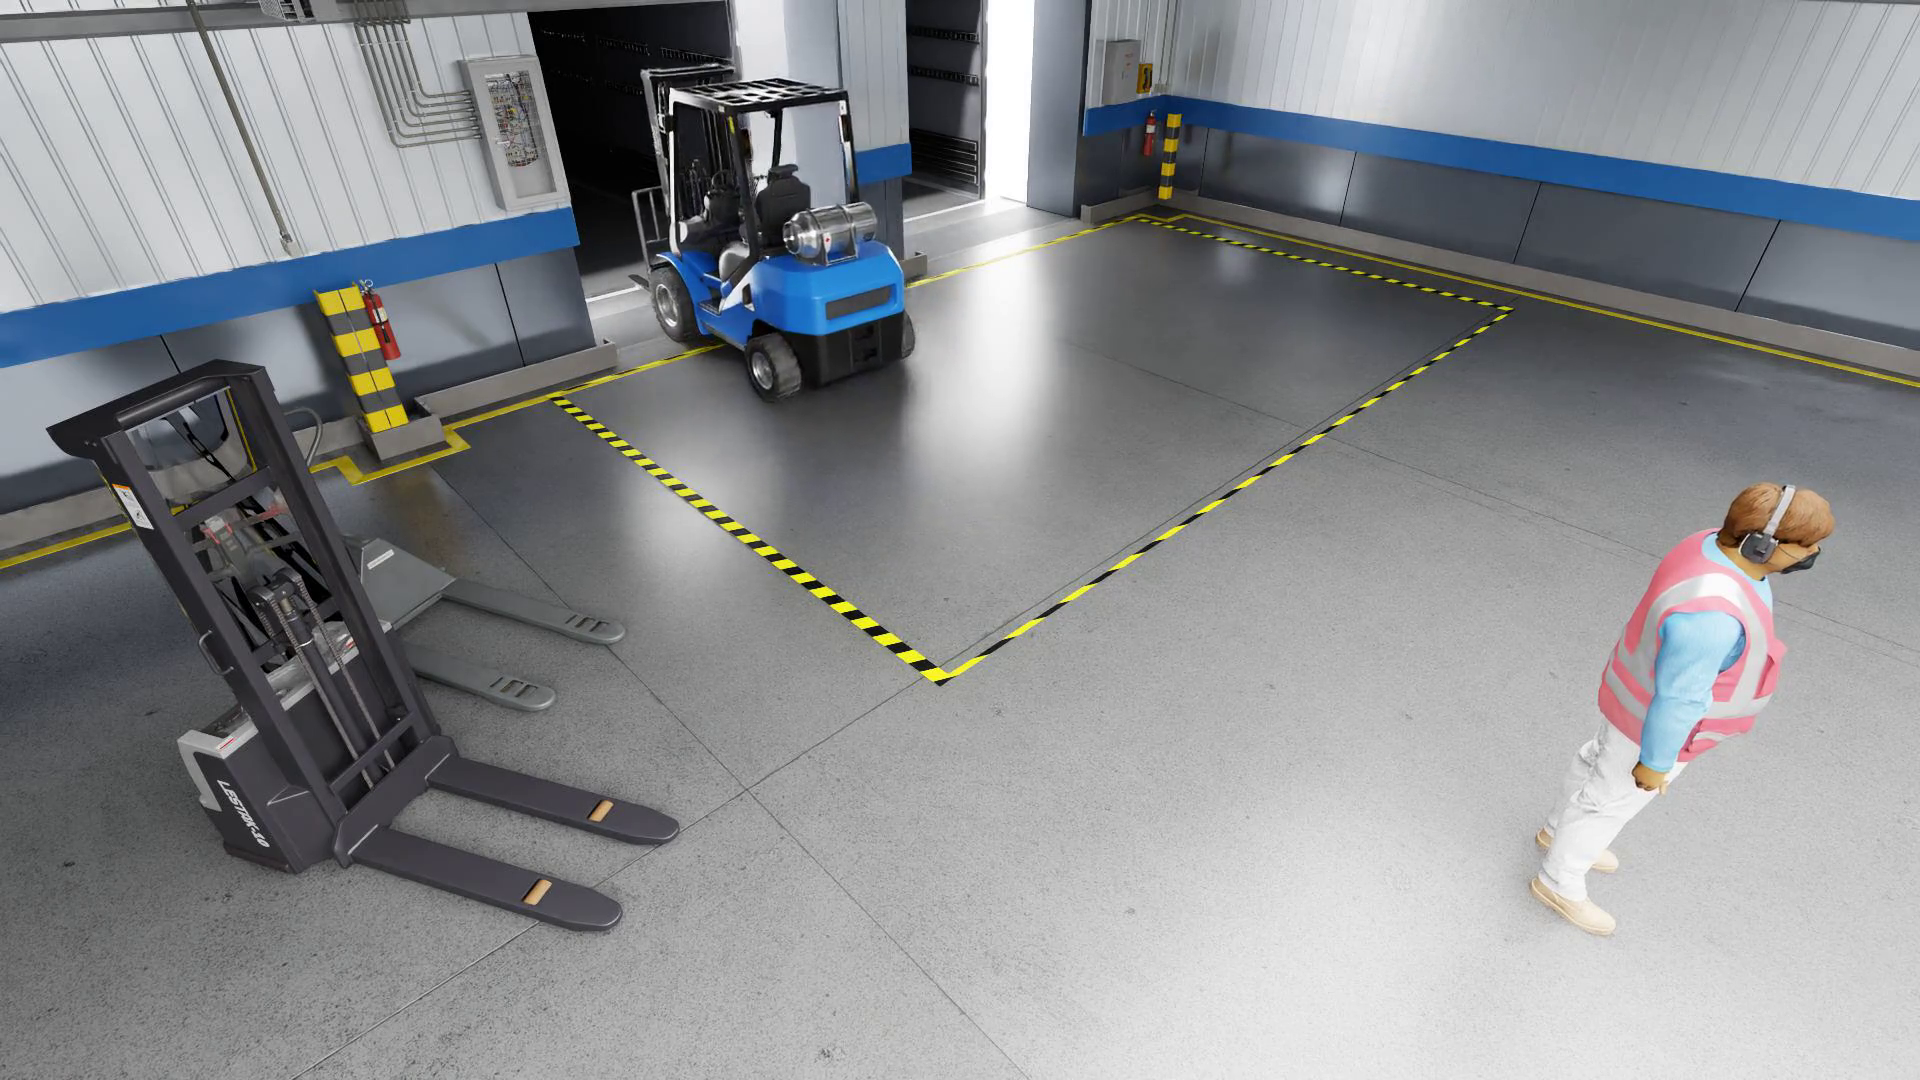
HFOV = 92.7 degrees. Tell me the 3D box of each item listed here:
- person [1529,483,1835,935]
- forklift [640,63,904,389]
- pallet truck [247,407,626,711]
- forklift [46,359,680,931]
[{"bbox_3d":[2.463,0.613,3.210,0.429,1.844,0.624,21,40,28],"label":"person"},{"bbox_3d":[-1.618,-2.682,7.590,1.157,2.036,2.680,-26,42,-33],"label":"forklift"},{"bbox_3d":[-2.628,0.038,4.590,1.601,1.201,0.680,12,36,18],"label":"pallet truck"},{"bbox_3d":[-2.135,0.422,3.354,1.885,1.965,0.823,10,35,14],"label":"forklift"}]
